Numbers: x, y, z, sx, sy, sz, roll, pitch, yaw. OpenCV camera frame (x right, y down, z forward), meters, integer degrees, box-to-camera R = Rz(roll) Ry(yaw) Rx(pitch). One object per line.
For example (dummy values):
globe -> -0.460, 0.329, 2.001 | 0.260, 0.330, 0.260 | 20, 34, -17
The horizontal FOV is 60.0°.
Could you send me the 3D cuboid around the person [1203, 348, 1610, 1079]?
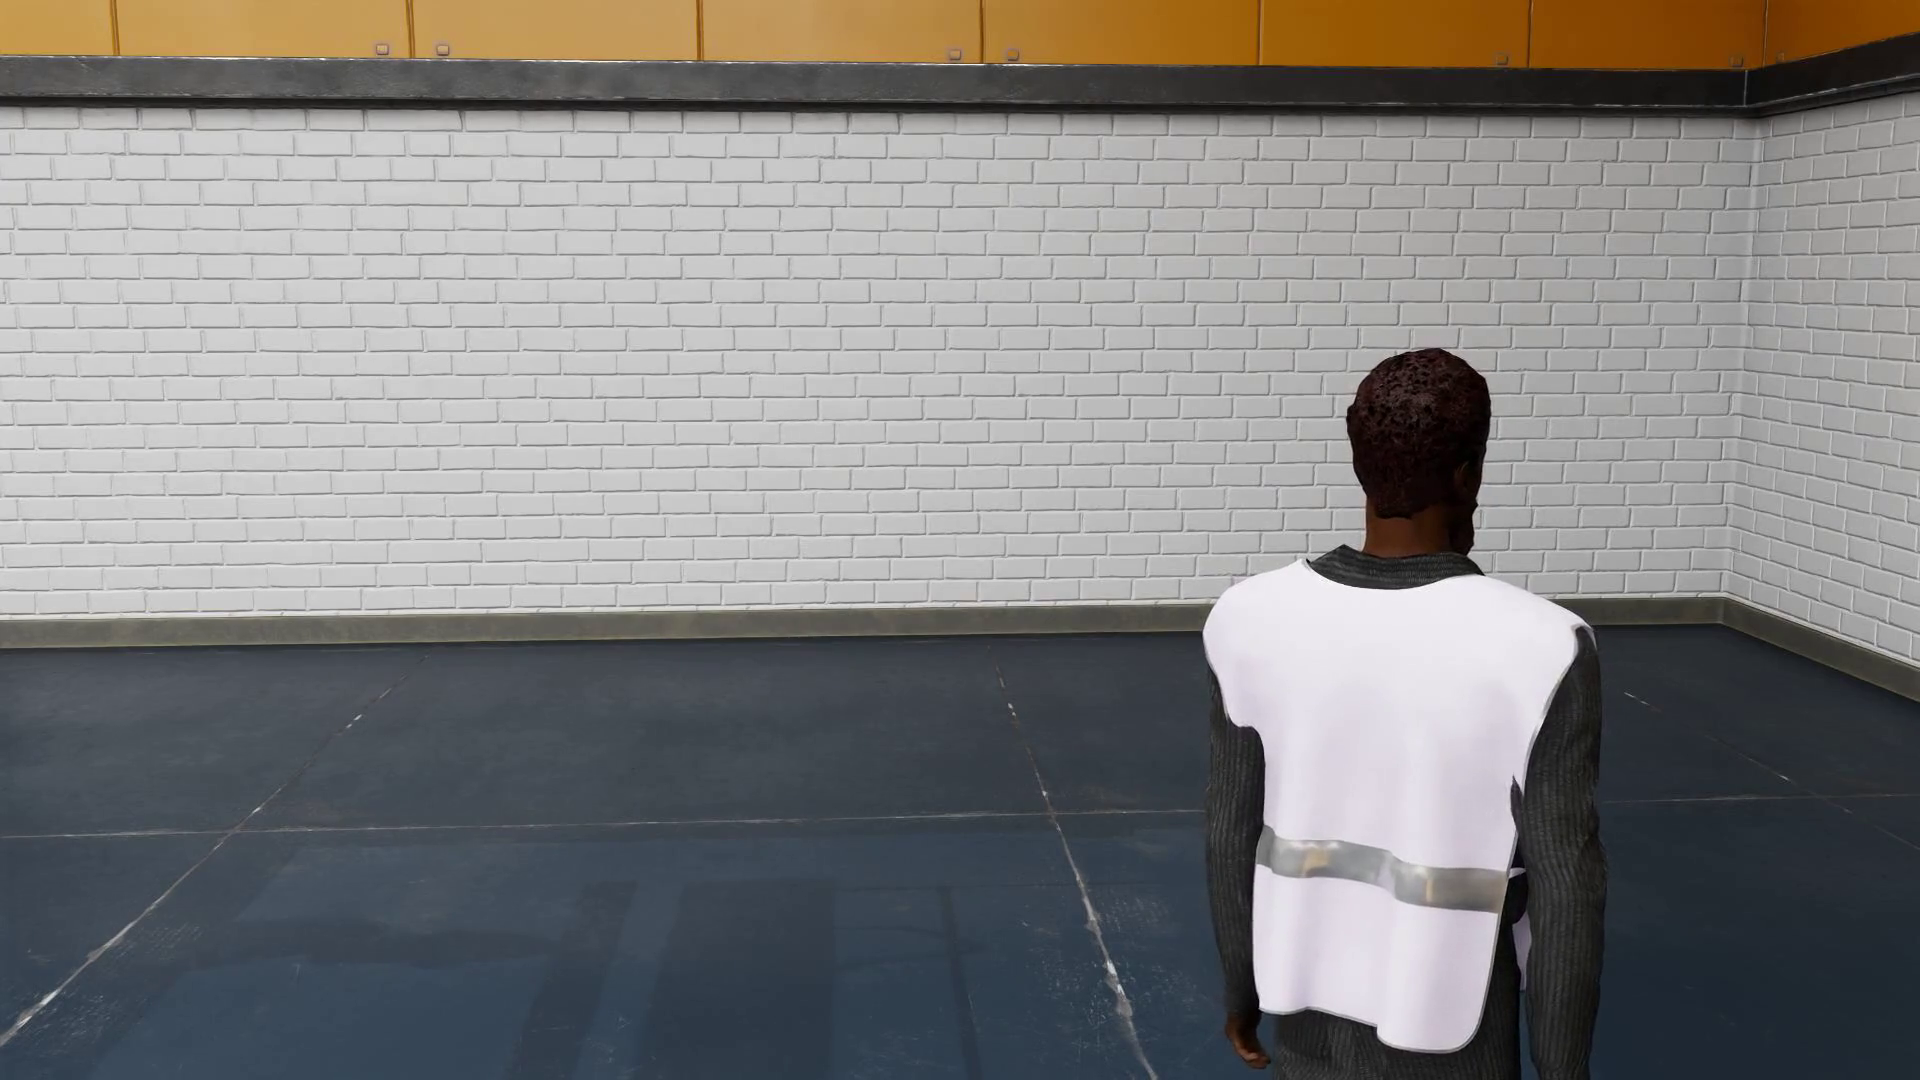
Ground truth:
person -> 0.627, 0.686, 2.432 | 0.588, 1.920, 0.390 | 7, 11, 36
